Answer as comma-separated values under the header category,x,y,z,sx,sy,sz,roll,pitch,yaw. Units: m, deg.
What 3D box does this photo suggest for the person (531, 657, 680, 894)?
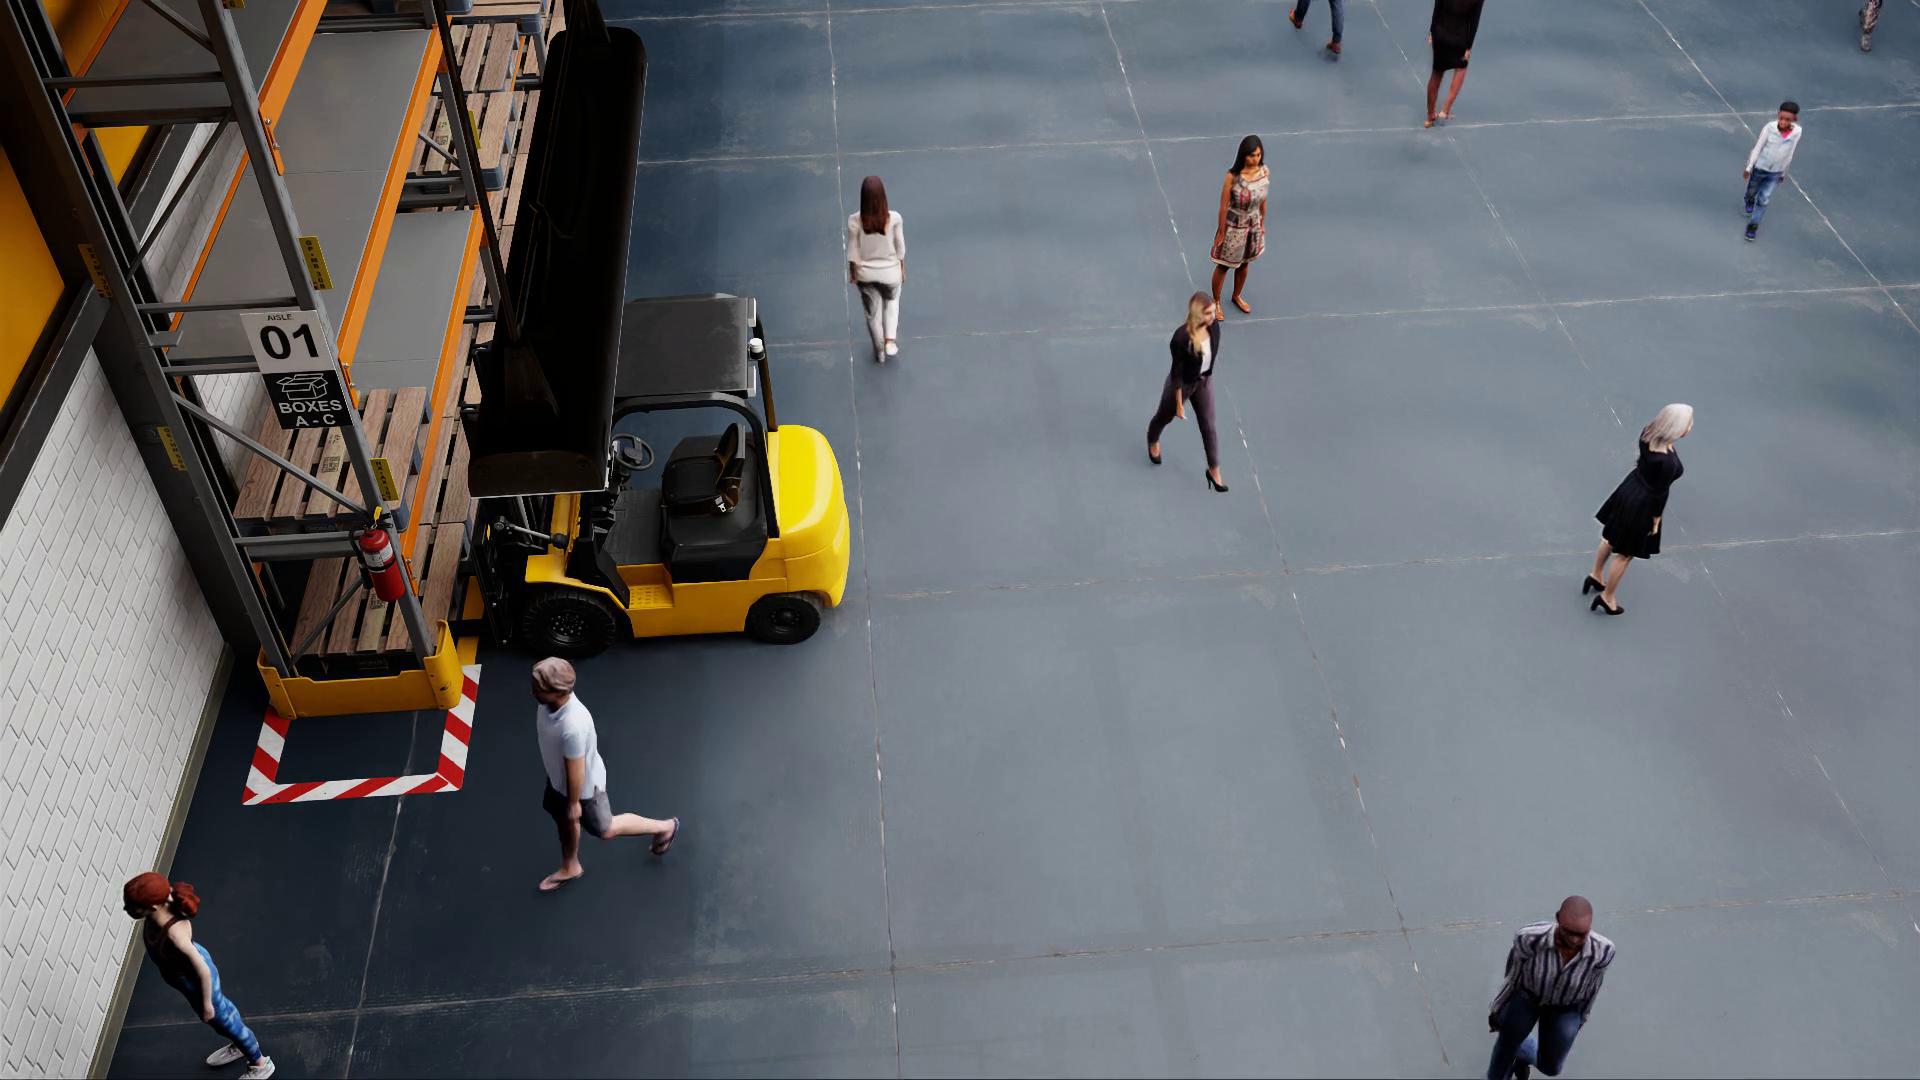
category,x,y,z,sx,sy,sz,roll,pitch,yaw
person,-2.082,1.322,9.426,1.060,1.809,1.138,-26,49,-24

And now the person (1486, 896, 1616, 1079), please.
category,x,y,z,sx,sy,sz,roll,pitch,yaw
person,2.927,2.292,8.426,0.746,1.783,0.768,8,44,9

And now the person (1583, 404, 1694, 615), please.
category,x,y,z,sx,sy,sz,roll,pitch,yaw
person,4.531,-0.216,11.089,0.669,1.741,0.489,-3,44,-3

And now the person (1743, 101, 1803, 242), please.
category,x,y,z,sx,sy,sz,roll,pitch,yaw
person,7.171,-3.332,14.722,0.748,1.241,0.911,17,46,17

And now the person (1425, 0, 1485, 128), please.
category,x,y,z,sx,sy,sz,roll,pitch,yaw
person,4.644,-4.710,15.829,0.723,1.710,0.756,20,47,20

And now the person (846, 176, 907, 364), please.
category,x,y,z,sx,sy,sz,roll,pitch,yaw
person,-0.633,-2.072,13.079,0.623,1.684,0.586,-5,44,-5

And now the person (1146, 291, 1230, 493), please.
category,x,y,z,sx,sy,sz,roll,pitch,yaw
person,1.588,-1.135,12.133,0.924,1.631,1.130,-24,48,-23

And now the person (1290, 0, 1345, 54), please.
category,x,y,z,sx,sy,sz,roll,pitch,yaw
person,3.799,-5.864,16.992,0.846,1.777,1.287,-9,44,-10

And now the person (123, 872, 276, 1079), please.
category,x,y,z,sx,sy,sz,roll,pitch,yaw
person,-3.887,2.247,8.472,0.746,1.784,0.670,-29,51,-27

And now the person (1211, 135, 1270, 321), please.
category,x,y,z,sx,sy,sz,roll,pitch,yaw
person,2.305,-2.578,13.638,0.712,1.645,0.647,-17,46,-17
